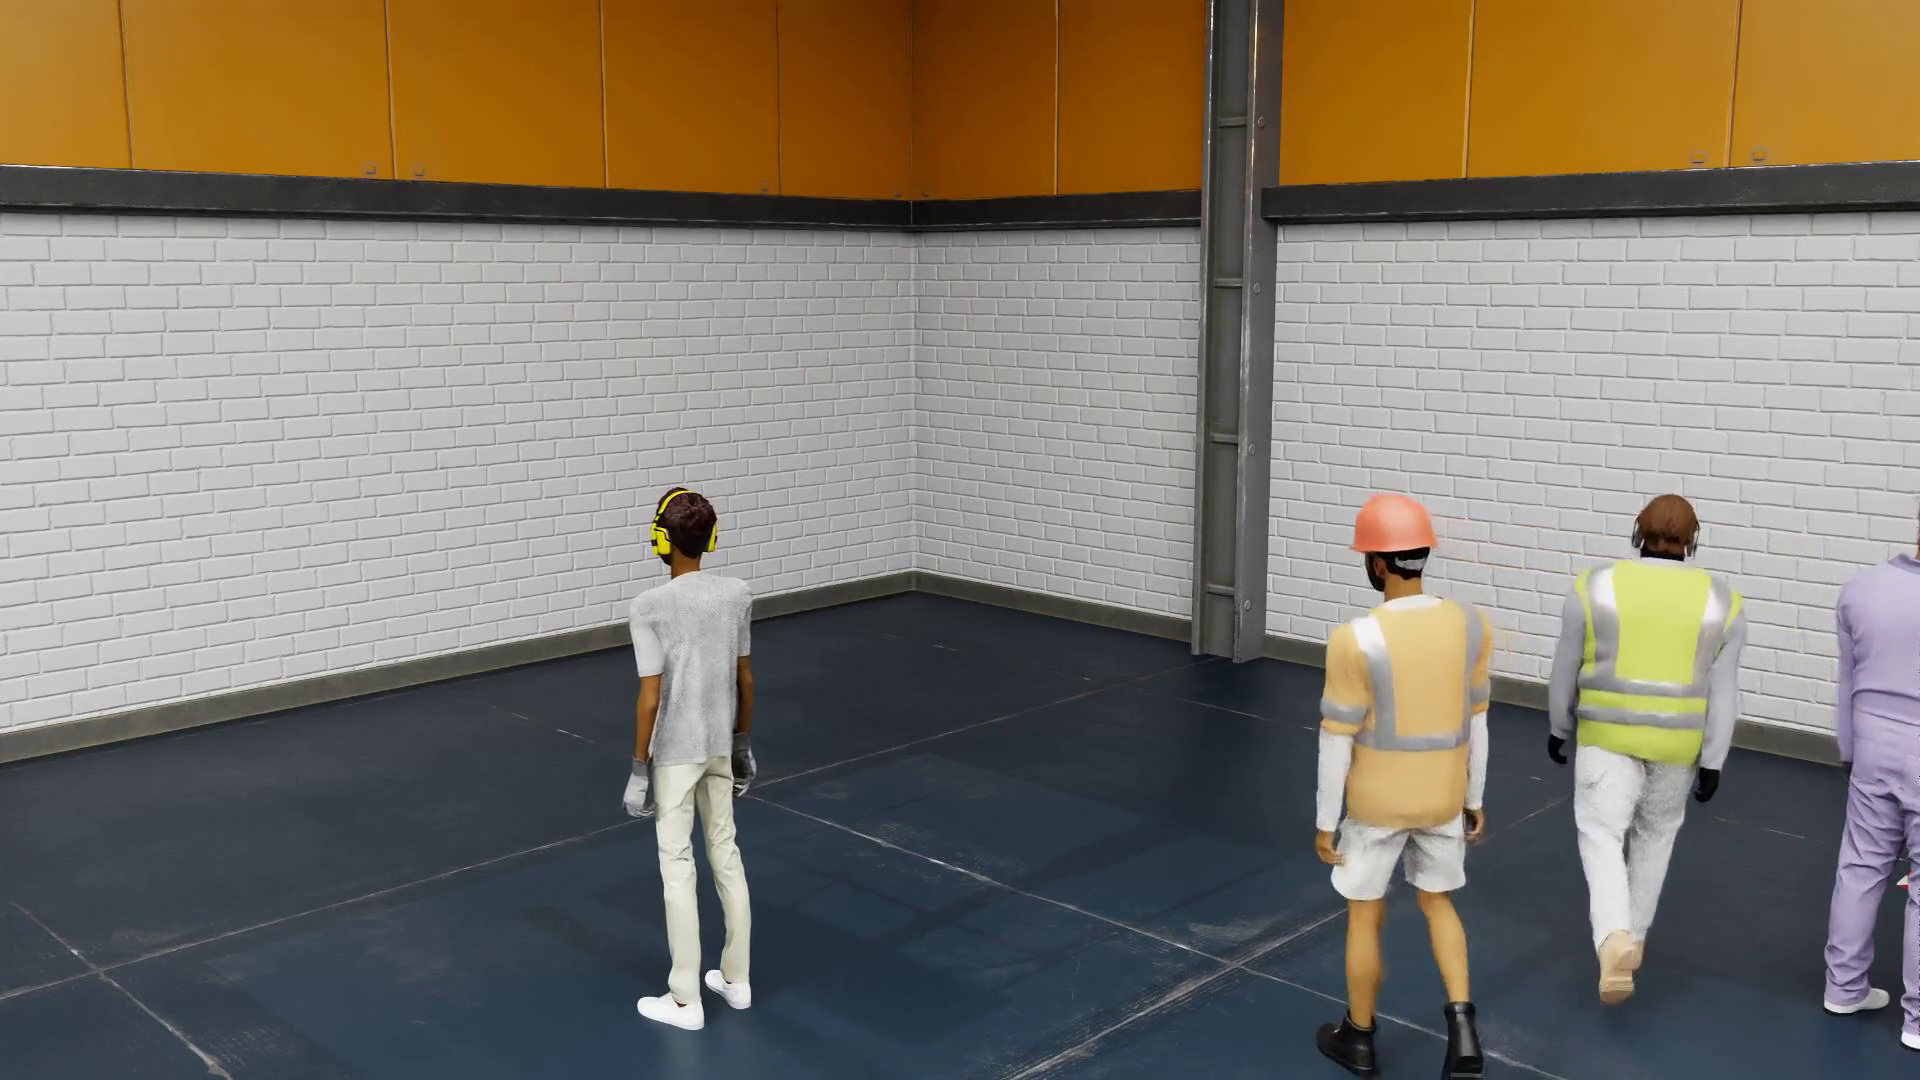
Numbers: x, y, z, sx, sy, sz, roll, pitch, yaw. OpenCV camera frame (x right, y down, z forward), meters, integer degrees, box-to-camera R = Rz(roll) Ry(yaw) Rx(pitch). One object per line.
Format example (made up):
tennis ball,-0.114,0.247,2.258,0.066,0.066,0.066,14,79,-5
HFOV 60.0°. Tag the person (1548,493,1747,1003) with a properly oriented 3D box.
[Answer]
person,2.461,0.742,5.993,0.632,1.810,0.832,2,10,15

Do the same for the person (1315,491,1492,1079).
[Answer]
person,1.397,0.807,5.211,0.599,1.922,0.625,-2,10,-13

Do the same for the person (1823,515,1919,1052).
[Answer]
person,3.258,0.760,5.597,0.402,1.900,0.641,-4,10,-25

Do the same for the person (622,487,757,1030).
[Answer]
person,-0.936,0.749,5.744,0.313,1.869,0.538,9,13,43
